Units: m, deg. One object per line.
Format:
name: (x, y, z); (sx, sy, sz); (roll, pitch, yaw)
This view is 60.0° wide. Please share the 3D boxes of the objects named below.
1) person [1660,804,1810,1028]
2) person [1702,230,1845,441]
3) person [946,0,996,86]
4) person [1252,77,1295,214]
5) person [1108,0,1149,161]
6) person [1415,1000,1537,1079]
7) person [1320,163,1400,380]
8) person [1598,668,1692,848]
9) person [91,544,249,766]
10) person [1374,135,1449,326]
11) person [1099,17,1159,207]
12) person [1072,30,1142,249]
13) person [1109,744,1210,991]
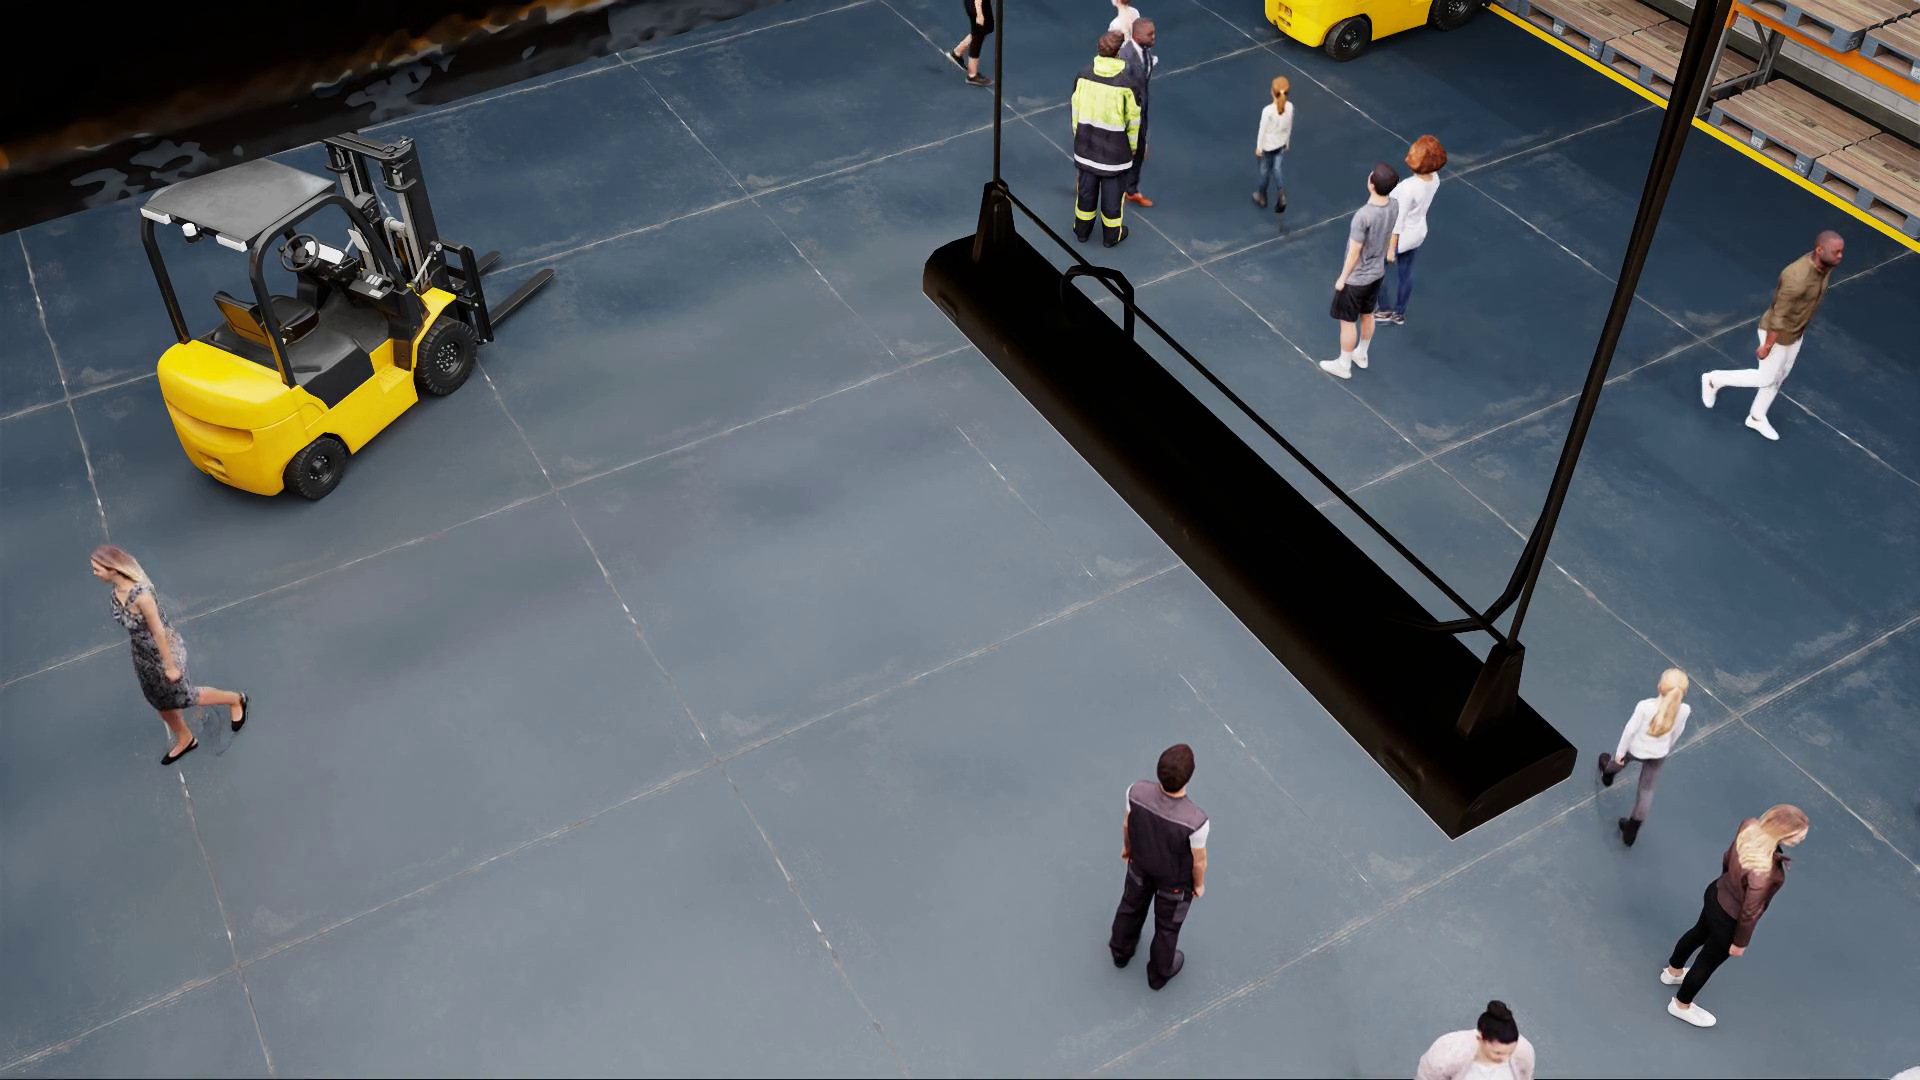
person: (4.084, 1.961, 8.840); (0.730, 1.705, 0.654); (8, 44, 8)
person: (6.117, -1.597, 12.502); (0.826, 1.806, 0.976); (-30, 51, -28)
person: (0.104, -5.338, 16.499); (0.894, 1.710, 0.838); (12, 45, 12)
person: (2.819, -3.484, 14.847); (0.561, 1.304, 0.794); (-13, 45, -13)
person: (1.607, -4.277, 15.344); (0.976, 1.766, 0.825); (27, 50, 25)
person: (2.423, 2.669, 8.084); (0.801, 1.724, 0.836); (-7, 44, -8)
person: (3.155, -2.087, 12.969); (0.685, 1.871, 0.579); (-28, 50, -26)
person: (4.084, 1.300, 9.869); (0.846, 1.244, 0.950); (7, 44, 7)
person: (-4.867, 0.662, 10.225); (0.897, 1.676, 0.858); (20, 47, 19)
person: (3.677, -2.440, 13.464); (0.696, 1.698, 0.654); (-31, 52, -28)
person: (1.450, -3.808, 14.823); (0.988, 1.806, 0.892); (24, 49, 23)
person: (1.242, -3.452, 14.321); (0.823, 1.983, 0.930); (17, 46, 17)
person: (1.084, 1.757, 8.955); (0.673, 1.843, 0.799); (27, 50, 26)
